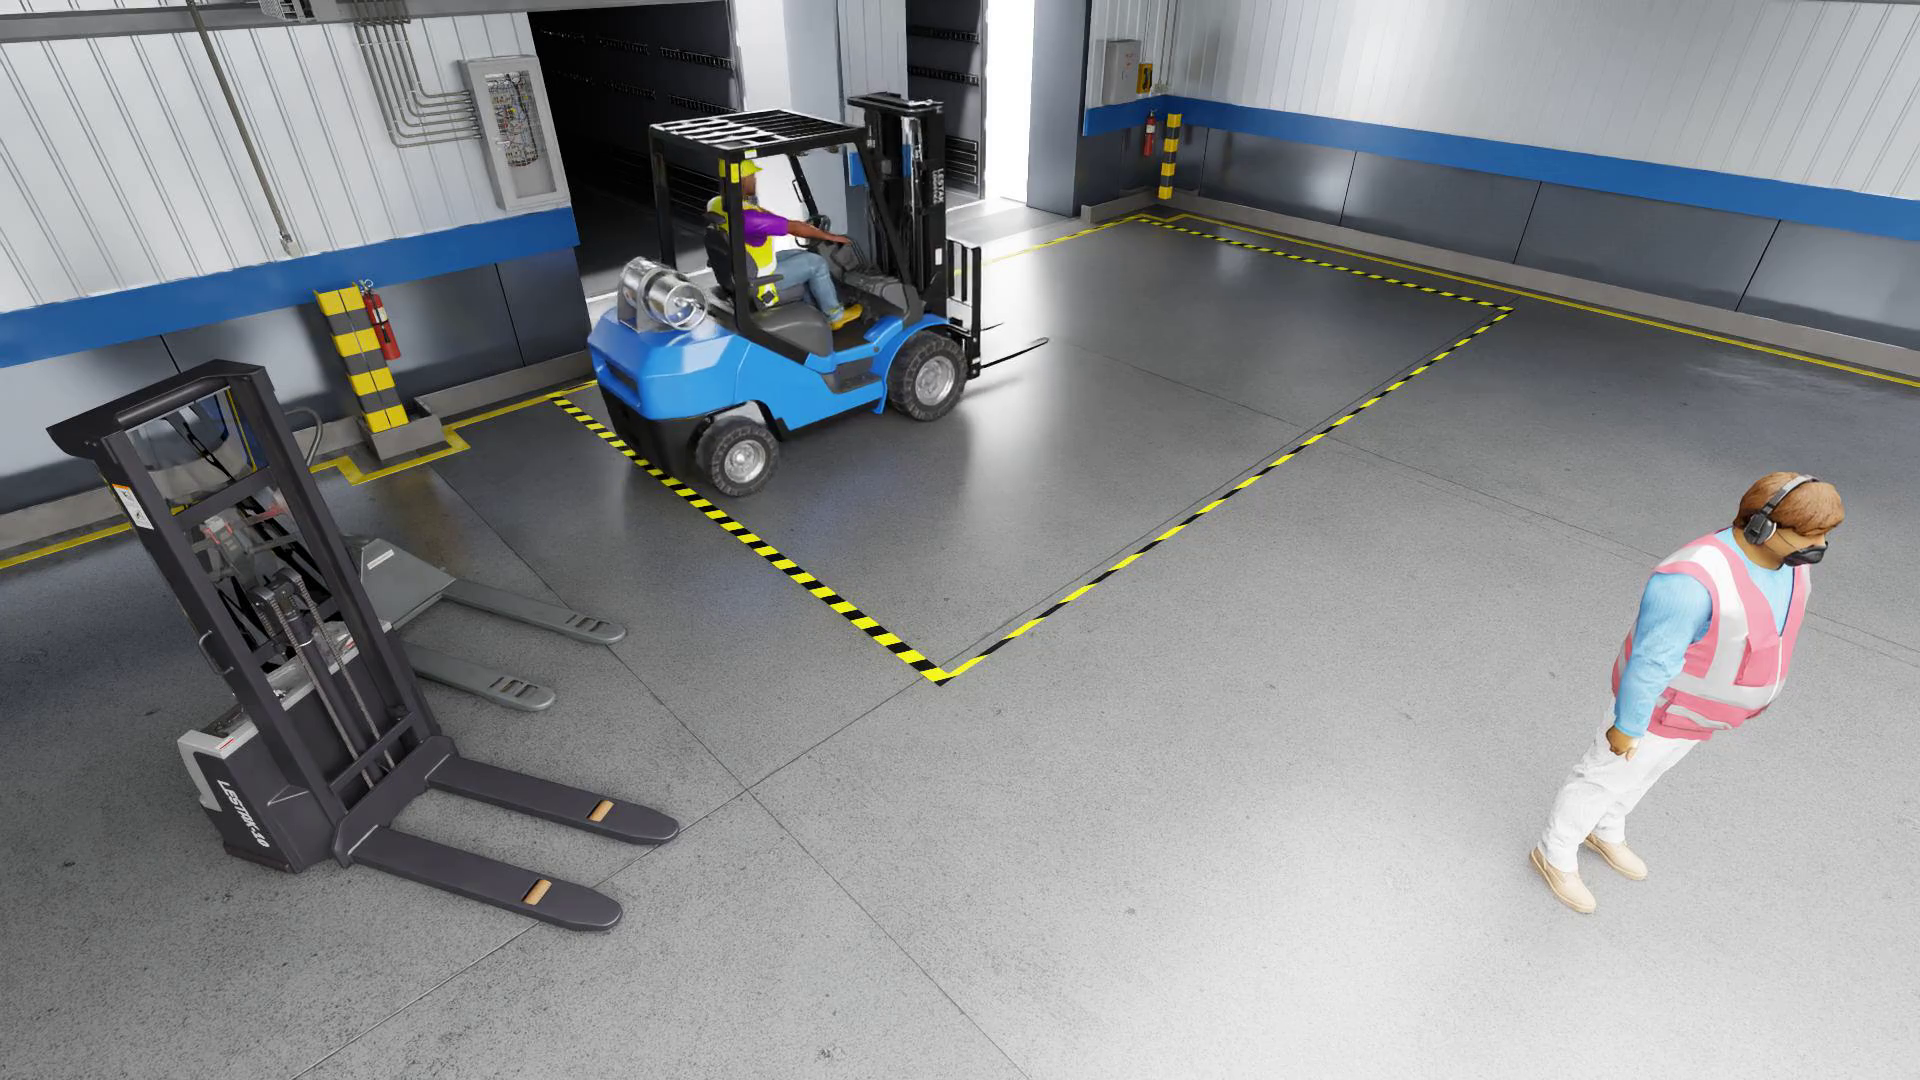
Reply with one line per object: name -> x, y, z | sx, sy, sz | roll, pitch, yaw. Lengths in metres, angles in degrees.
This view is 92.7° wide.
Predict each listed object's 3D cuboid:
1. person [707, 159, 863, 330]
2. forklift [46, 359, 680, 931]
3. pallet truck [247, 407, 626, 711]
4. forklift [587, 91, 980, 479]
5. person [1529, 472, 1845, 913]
person -> -1.156, -2.030, 6.311 | 1.004, 1.294, 0.635 | -26, 42, -33
forklift -> -2.135, 0.422, 3.354 | 1.885, 1.965, 0.823 | 10, 35, 14
pallet truck -> -2.628, 0.038, 4.590 | 1.601, 1.201, 0.680 | 12, 36, 18
forklift -> -1.206, -1.856, 6.388 | 2.680, 2.036, 1.157 | -26, 42, -33
person -> 2.553, 0.579, 3.260 | 0.626, 1.844, 0.429 | -15, 37, -21
